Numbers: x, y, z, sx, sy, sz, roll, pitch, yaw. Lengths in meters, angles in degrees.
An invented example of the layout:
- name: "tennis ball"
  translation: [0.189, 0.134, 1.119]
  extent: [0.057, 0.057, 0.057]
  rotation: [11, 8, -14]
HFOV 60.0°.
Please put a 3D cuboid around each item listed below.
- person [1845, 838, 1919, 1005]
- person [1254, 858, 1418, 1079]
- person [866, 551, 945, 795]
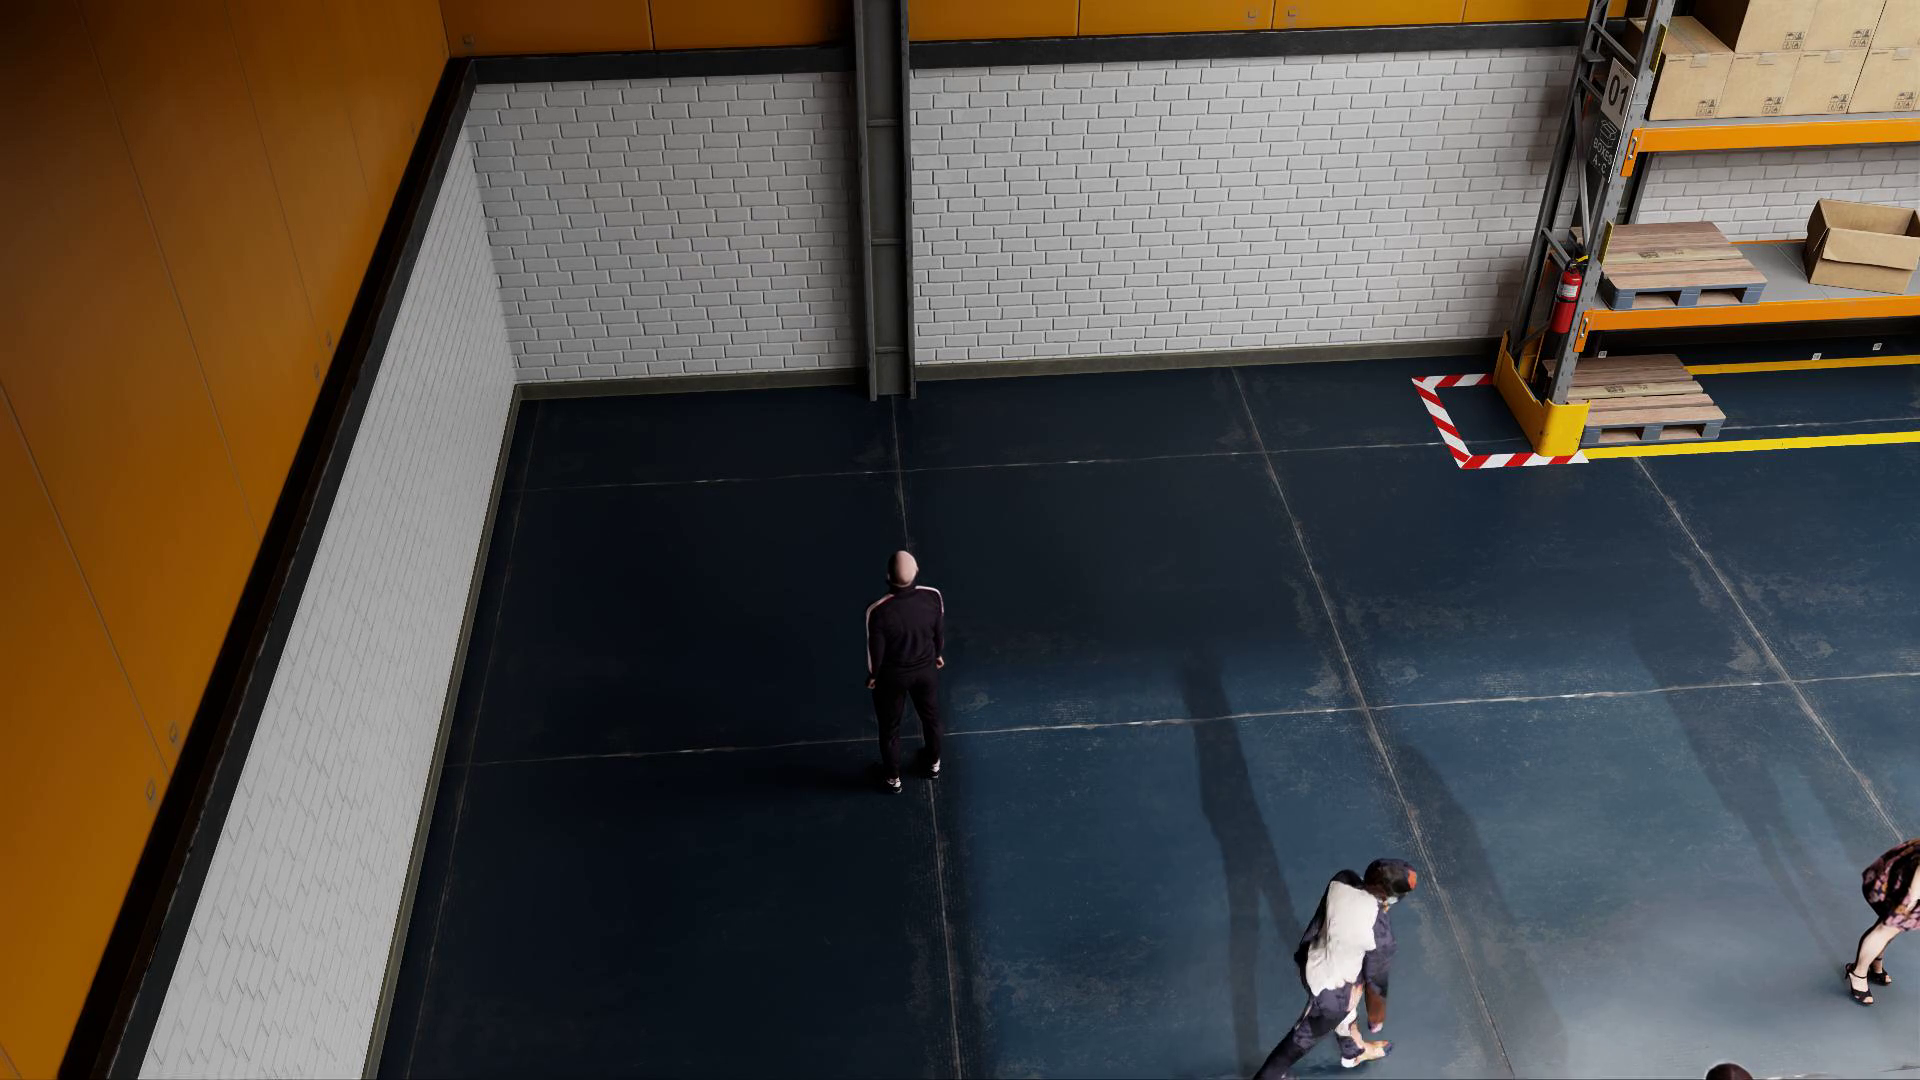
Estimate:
- name: "person"
  translation: [5.199, 1.842, 8.993]
  extent: [0.776, 1.775, 0.856]
  rotation: [-25, 45, -28]
- name: "person"
  translation: [1.815, 2.242, 8.443]
  extent: [1.103, 1.836, 0.749]
  rotation: [-11, 40, -14]
- name: "person"
  translation: [-0.327, 0.816, 10.227]
  extent: [0.645, 1.837, 0.802]
  rotation: [-17, 42, -20]
